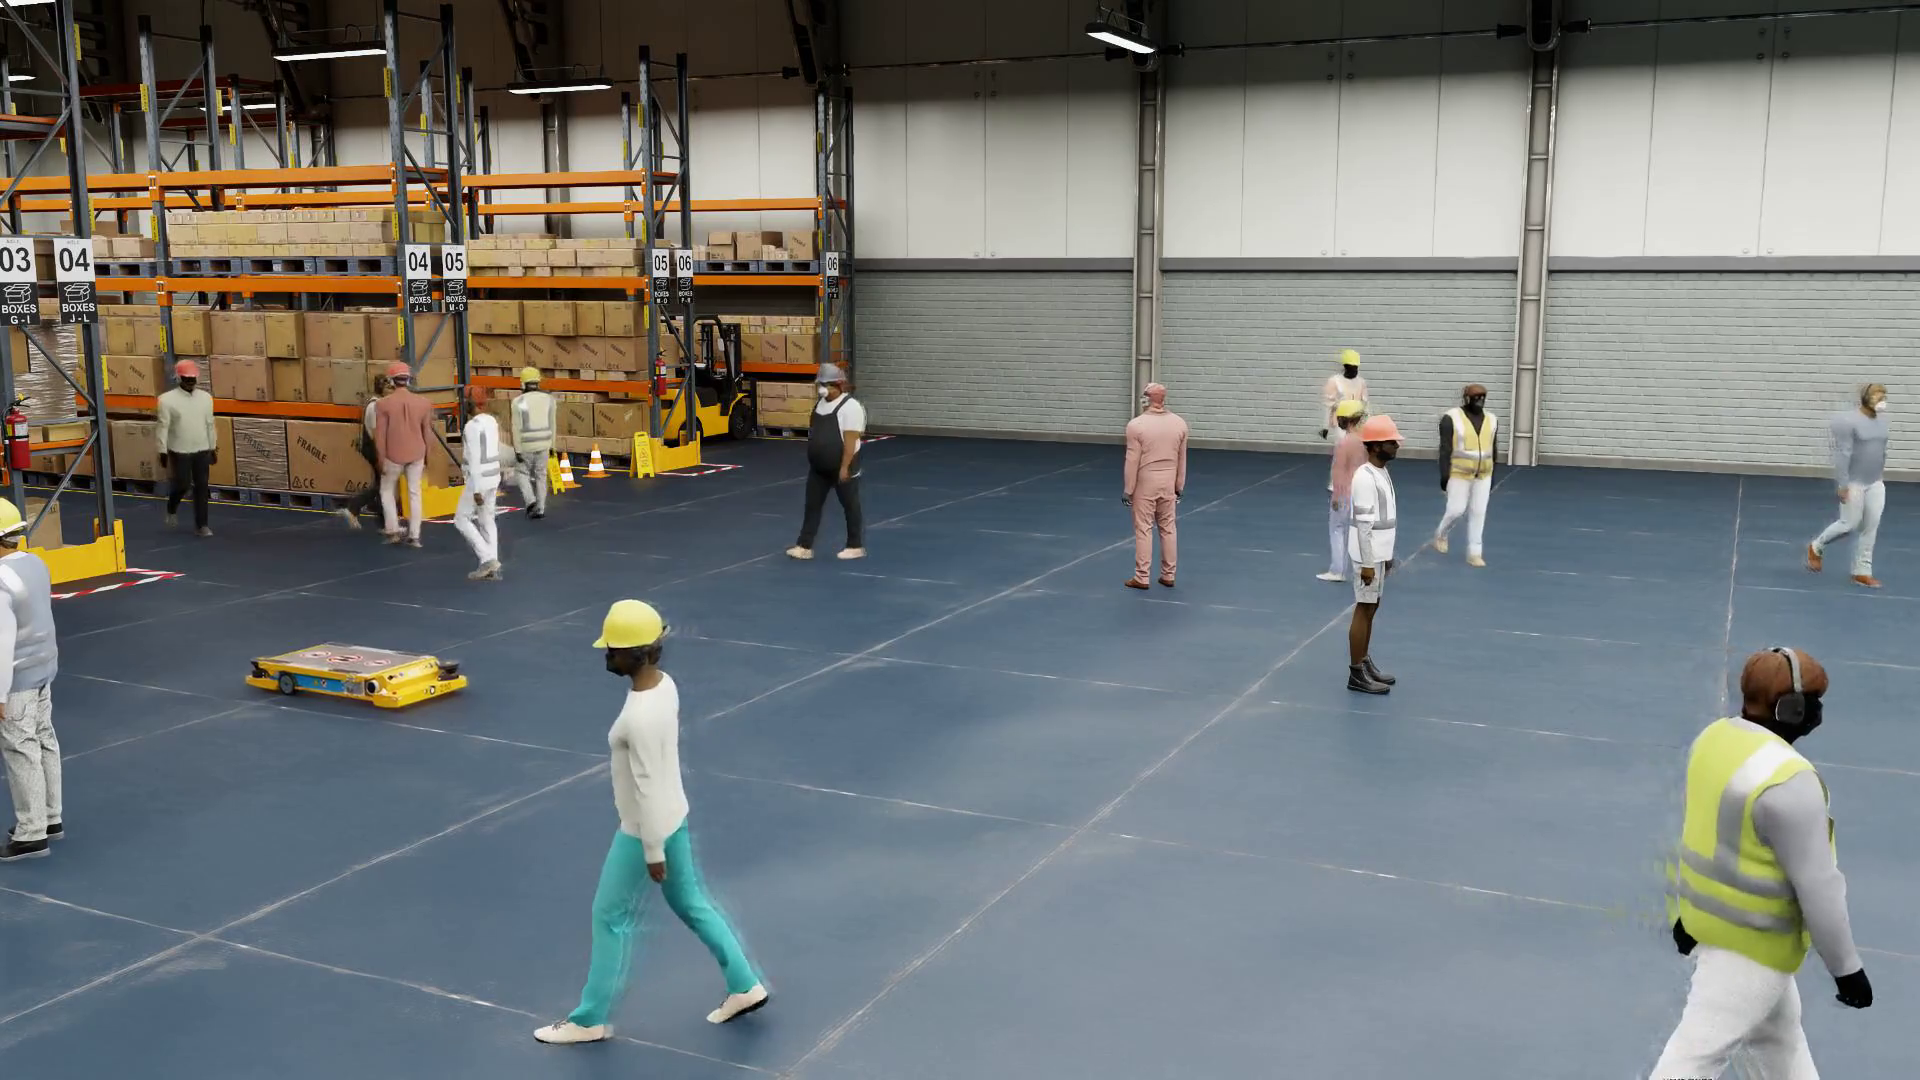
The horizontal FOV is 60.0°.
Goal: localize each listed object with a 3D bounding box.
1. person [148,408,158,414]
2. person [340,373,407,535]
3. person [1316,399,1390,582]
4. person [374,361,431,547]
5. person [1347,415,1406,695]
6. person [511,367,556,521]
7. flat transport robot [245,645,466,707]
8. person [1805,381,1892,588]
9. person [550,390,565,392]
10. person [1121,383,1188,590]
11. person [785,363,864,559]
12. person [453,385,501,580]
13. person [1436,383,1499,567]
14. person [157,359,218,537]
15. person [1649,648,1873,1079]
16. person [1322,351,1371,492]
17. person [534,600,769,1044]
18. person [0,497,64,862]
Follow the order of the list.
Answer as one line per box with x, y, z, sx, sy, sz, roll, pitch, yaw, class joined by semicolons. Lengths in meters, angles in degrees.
-12.683;-2.282;26.306;0.796;1.916;0.548;4;10;23;person
-6.501;-0.935;18.355;0.610;1.816;0.544;-3;10;-20;person
3.683;-0.445;15.552;0.527;1.747;0.616;-9;13;-44;person
-5.940;-0.912;17.697;0.631;1.977;0.561;-7;12;-37;person
2.902;0.095;11.633;0.354;1.942;0.545;4;10;23;person
-4.980;-1.113;19.417;0.595;1.818;0.422;-8;12;-40;person
-4.231;0.929;11.630;1.431;0.197;0.652;5;10;26;flat transport robot
8.357;-0.532;15.541;0.632;1.924;0.669;-3;10;-18;person
-6.692;-2.458;27.677;0.983;1.823;0.535;3;10;17;person
1.775;-0.496;15.367;0.655;1.905;0.407;-4;10;-25;person
-1.354;-0.785;16.728;0.687;2.000;0.918;8;12;40;person
-4.555;-0.533;15.702;0.414;1.870;0.580;2;9;13;person
5.069;-0.664;16.626;0.640;1.830;0.605;-2;9;-10;person
-8.544;-1.019;18.368;0.612;1.972;0.633;8;12;39;person
2.526;1.223;5.188;0.975;1.788;0.643;1;9;6;person
5.089;-1.501;21.581;0.617;1.880;0.944;-4;10;-25;person
-1.171;1.064;6.336;0.857;1.728;0.530;1;9;4;person
-4.753;0.687;8.334;0.404;1.835;0.590;-1;9;-8;person
